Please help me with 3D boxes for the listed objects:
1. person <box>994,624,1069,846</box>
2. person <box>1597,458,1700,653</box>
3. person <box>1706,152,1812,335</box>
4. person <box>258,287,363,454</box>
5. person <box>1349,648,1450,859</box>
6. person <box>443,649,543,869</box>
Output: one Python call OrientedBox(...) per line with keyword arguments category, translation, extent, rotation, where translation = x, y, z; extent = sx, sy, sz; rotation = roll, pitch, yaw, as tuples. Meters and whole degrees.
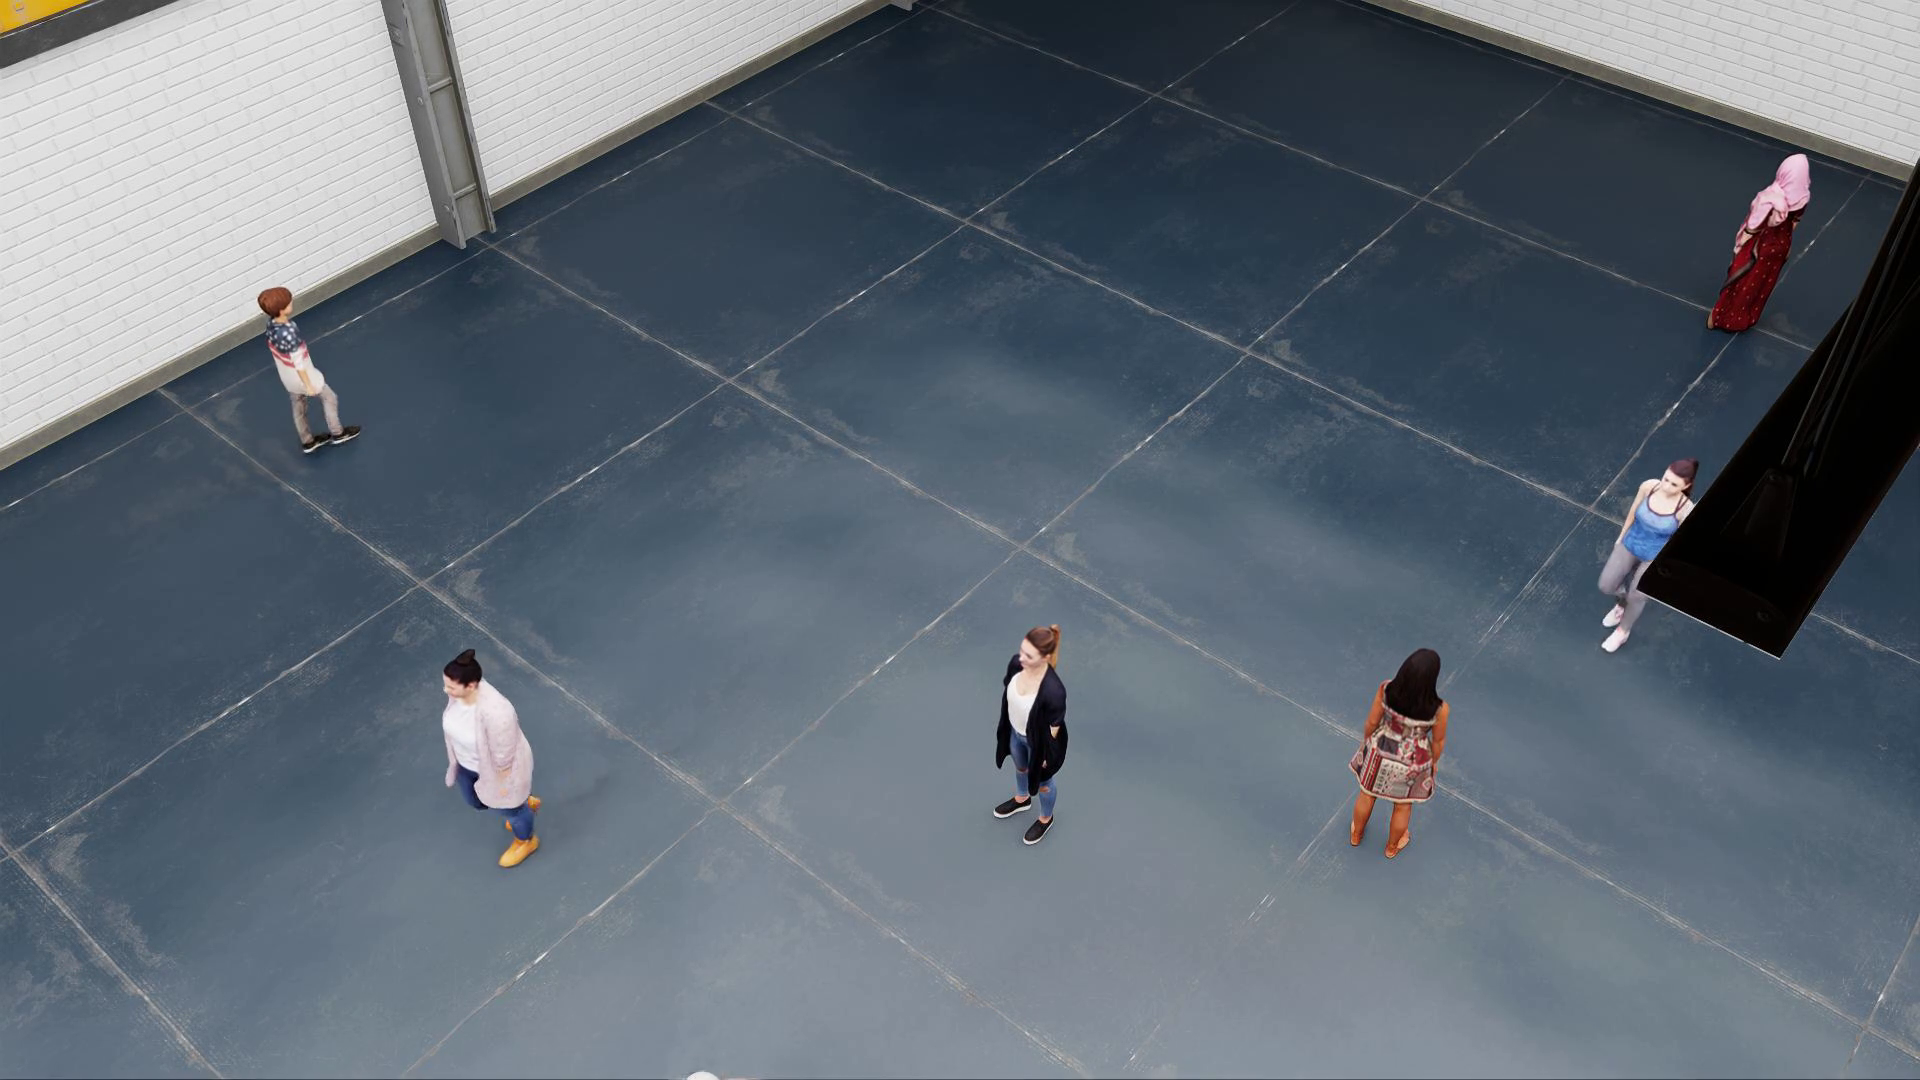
OrientedBox(category="person", translation=(0.432, 1.108, 9.617), extent=(0.621, 1.684, 0.670), rotation=(-29, 51, -27))
OrientedBox(category="person", translation=(4.474, 0.065, 10.773), extent=(0.689, 1.599, 0.642), rotation=(-27, 50, -25))
OrientedBox(category="person", translation=(6.441, -2.371, 13.303), extent=(0.740, 1.637, 0.826), rotation=(-9, 44, -10))
OrientedBox(category="person", translation=(-4.925, -1.212, 12.235), extent=(0.525, 1.431, 0.635), rotation=(30, 51, 28))
OrientedBox(category="person", translation=(2.508, 1.218, 9.529), extent=(0.698, 1.645, 0.612), rotation=(19, 47, 19))
OrientedBox(category="person", translation=(-2.590, 1.202, 9.483), extent=(0.678, 1.733, 0.716), rotation=(32, 52, 29))
